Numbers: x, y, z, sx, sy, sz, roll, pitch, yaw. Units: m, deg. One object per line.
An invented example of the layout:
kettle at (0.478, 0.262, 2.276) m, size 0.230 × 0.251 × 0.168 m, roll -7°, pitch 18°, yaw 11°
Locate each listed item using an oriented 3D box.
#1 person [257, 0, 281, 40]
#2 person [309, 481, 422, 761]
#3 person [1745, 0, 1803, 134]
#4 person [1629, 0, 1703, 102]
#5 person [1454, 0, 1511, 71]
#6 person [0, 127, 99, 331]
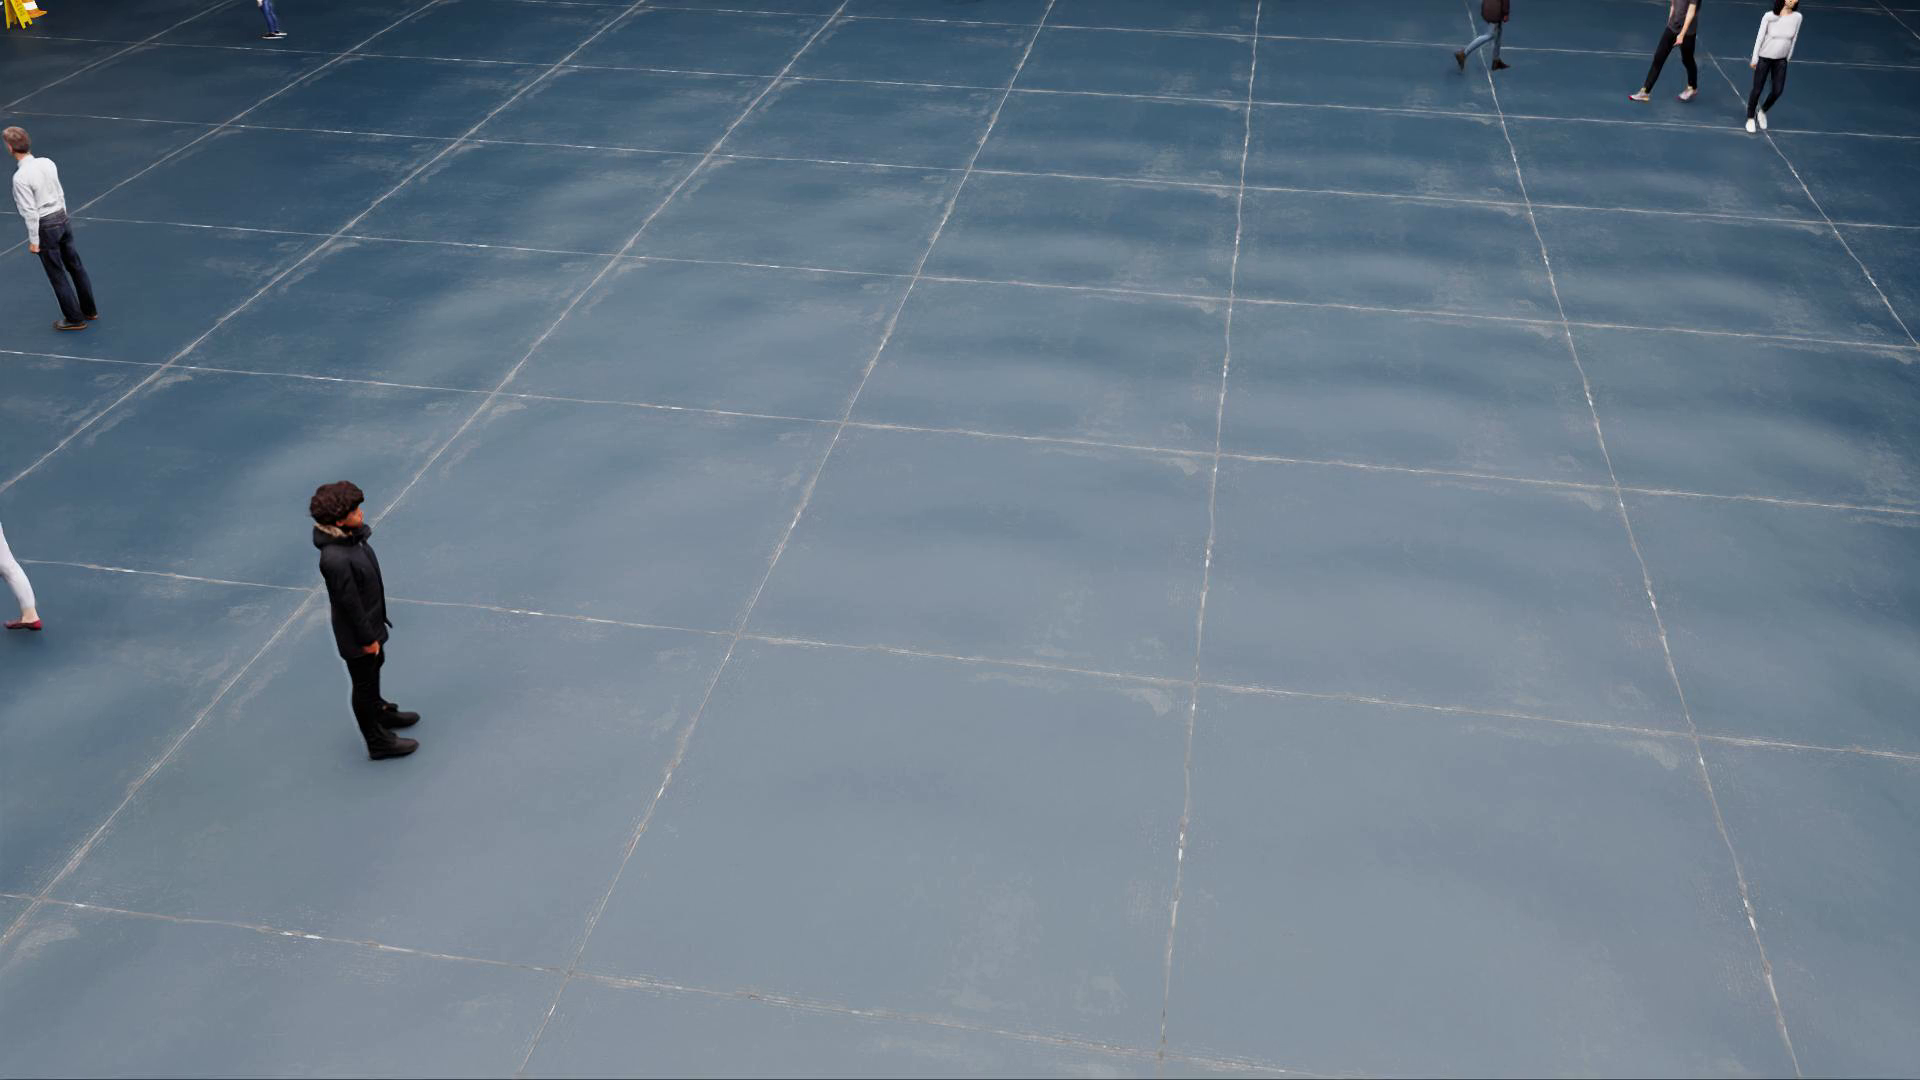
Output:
person at (-9.507, -7.425, 22.672) m, size 0.513 × 1.109 × 0.487 m, roll -2°, pitch 32°, yaw -3°
person at (-3.460, 0.459, 9.552) m, size 0.689 × 1.773 × 0.696 m, roll -6°, pitch 33°, yaw -9°
person at (9.333, -5.566, 19.181) m, size 0.533 × 1.688 × 0.680 m, roll 5°, pitch 33°, yaw 7°
person at (8.757, -6.121, 20.027) m, size 1.250 × 1.725 × 1.047 m, roll -11°, pitch 34°, yaw -17°
person at (6.714, -6.730, 21.103) m, size 1.083 × 1.607 × 0.798 m, roll -3°, pitch 32°, yaw -4°
person at (-7.978, -2.735, 14.573) m, size 0.556 × 1.817 × 0.646 m, roll 7°, pitch 33°, yaw 10°
